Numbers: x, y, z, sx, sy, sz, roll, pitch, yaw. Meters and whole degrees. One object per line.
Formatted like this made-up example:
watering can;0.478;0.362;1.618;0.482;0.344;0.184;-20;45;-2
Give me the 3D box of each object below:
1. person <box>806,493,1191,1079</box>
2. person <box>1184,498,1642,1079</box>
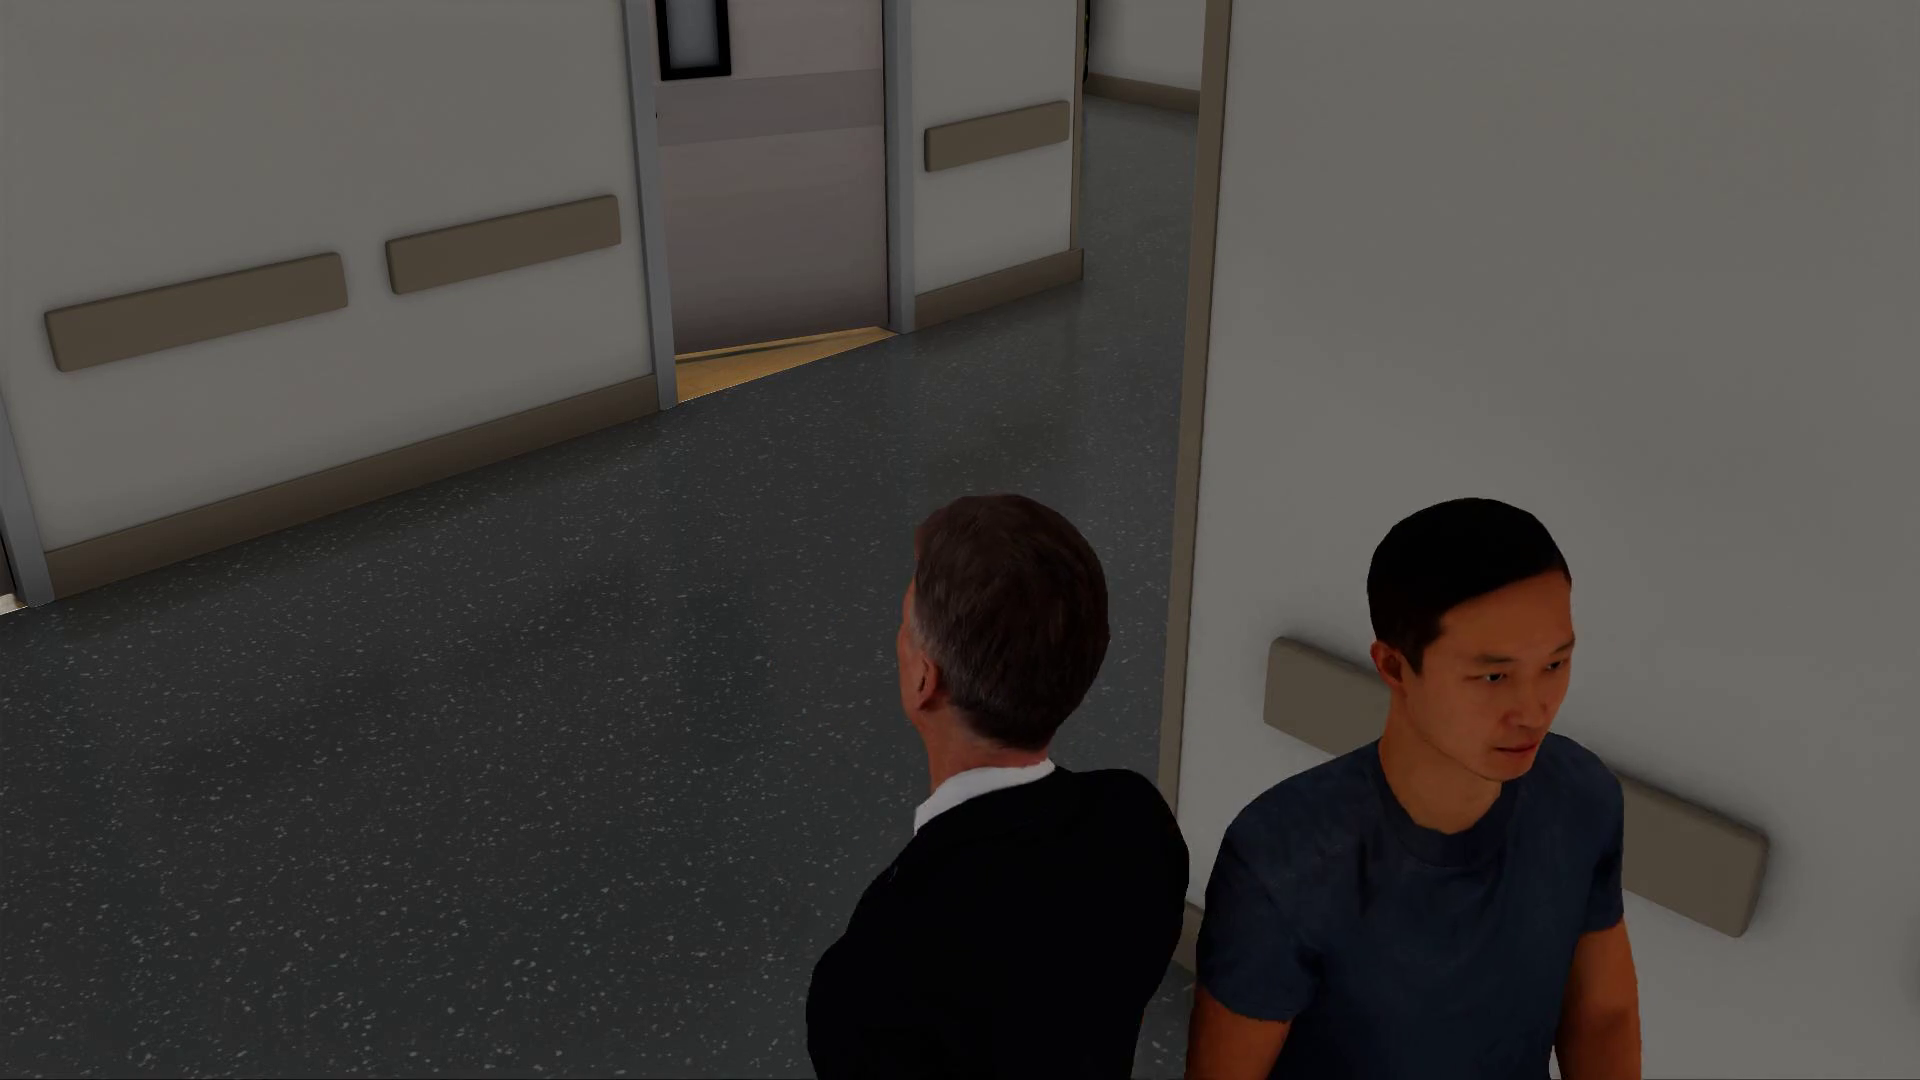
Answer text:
person;0.067;0.821;1.851;0.775;1.798;0.577;16;30;30
person;0.451;0.735;2.050;1.064;1.780;0.937;-13;29;-25
